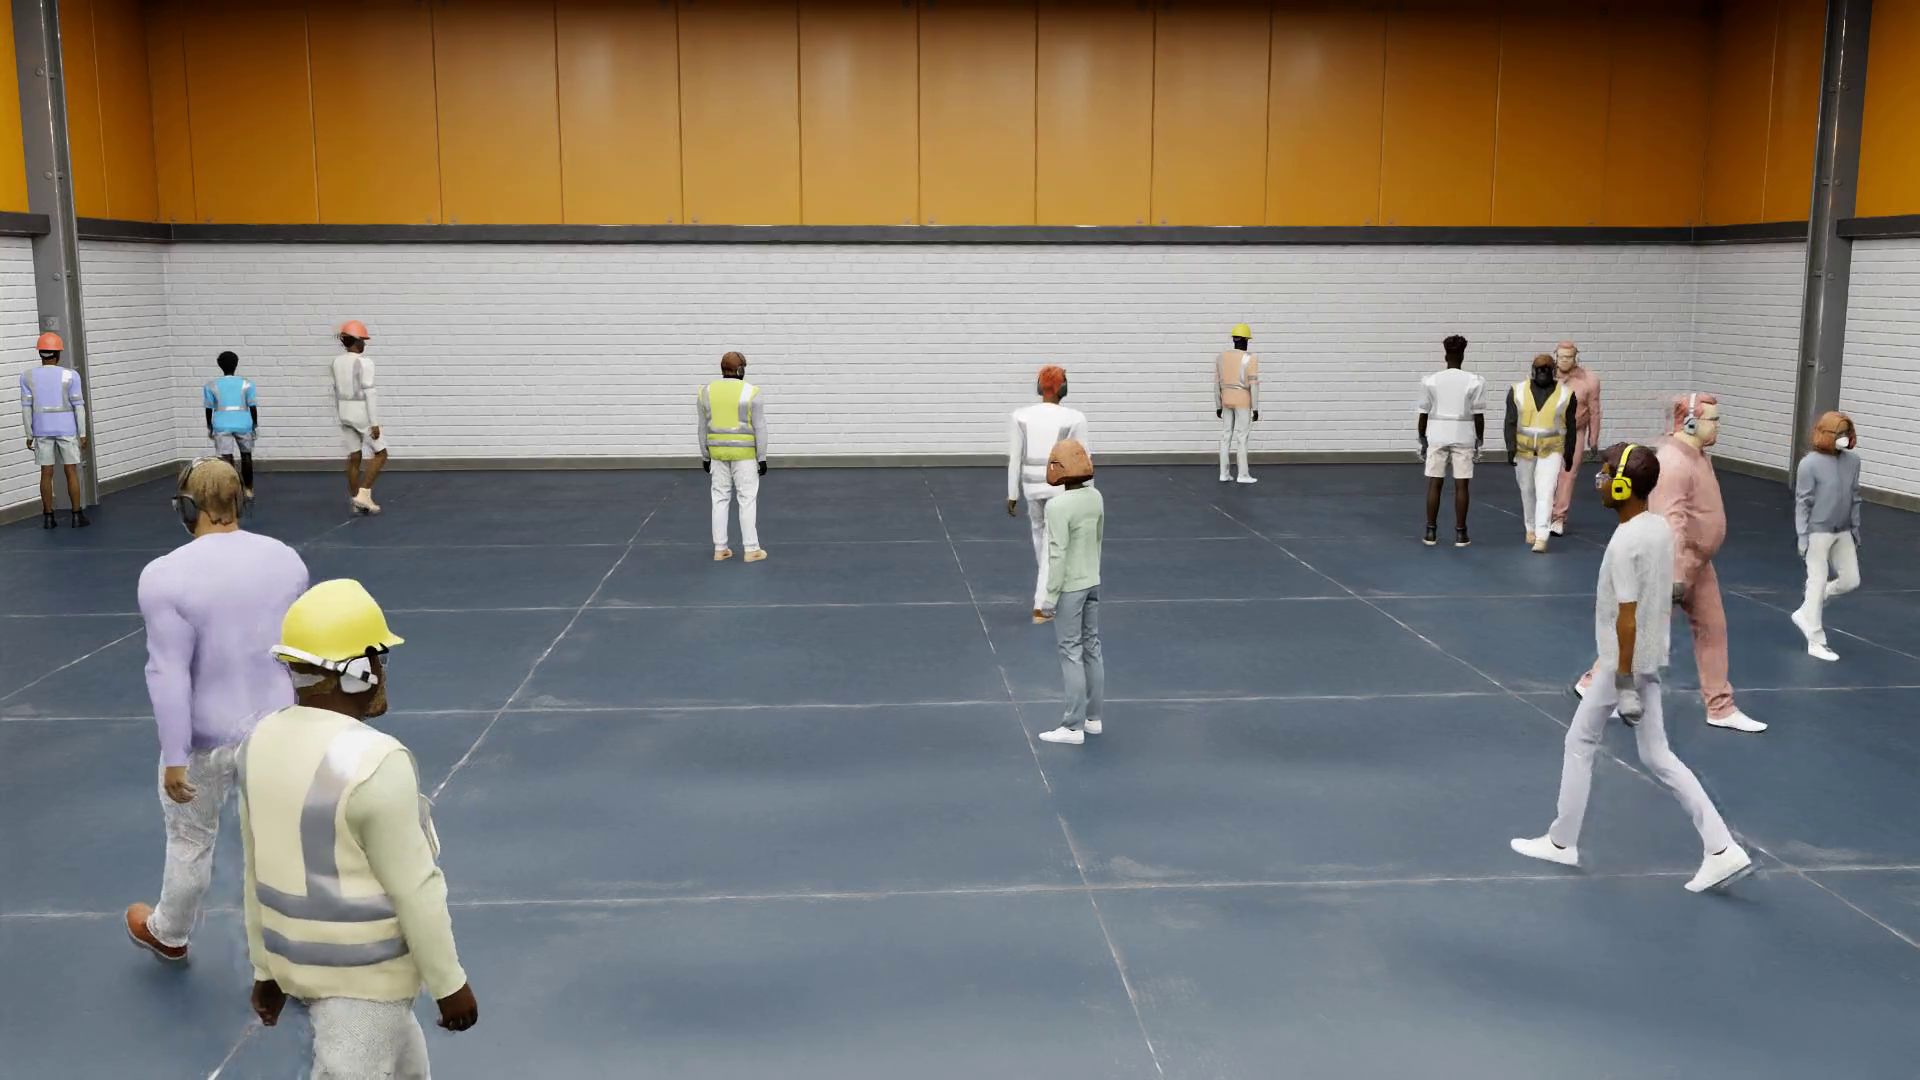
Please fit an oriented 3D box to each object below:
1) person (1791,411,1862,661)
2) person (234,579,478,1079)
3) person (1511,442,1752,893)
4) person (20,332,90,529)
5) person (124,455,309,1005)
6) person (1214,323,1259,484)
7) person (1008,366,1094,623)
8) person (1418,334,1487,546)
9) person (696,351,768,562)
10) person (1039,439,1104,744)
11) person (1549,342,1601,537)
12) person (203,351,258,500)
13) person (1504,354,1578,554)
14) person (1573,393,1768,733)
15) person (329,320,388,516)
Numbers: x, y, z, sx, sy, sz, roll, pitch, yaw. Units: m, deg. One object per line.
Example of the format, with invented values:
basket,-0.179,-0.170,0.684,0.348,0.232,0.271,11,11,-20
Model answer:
person,5.656,-0.038,10.881,0.527,1.620,0.413,-3,10,-19
person,-1.484,0.989,3.931,0.589,1.796,0.896,8,12,41
person,2.792,0.513,6.806,0.514,1.839,0.933,-8,12,-42
person,-8.931,-1.075,16.429,0.553,1.935,0.362,-3,9,-17
person,-2.568,0.643,5.802,1.031,1.880,0.656,6,11,33
person,3.347,-1.640,20.019,0.594,1.922,0.386,8,12,42
person,0.701,-0.356,12.239,0.608,1.833,0.972,4,10,25
person,4.534,-0.916,15.379,0.614,1.959,0.375,4,10,25
person,-1.970,-0.728,14.562,0.634,1.839,0.429,3,9,16
person,0.597,0.274,8.917,0.286,1.631,0.502,6,11,34
person,5.830,-0.985,16.131,0.658,1.853,1.018,6,11,31
person,-7.964,-1.222,18.193,0.547,1.671,0.703,-5,10,-26
person,5.300,-0.806,15.228,0.612,1.792,0.937,5,10,27
person,3.947,0.112,9.198,0.979,1.865,0.650,7,11,35
person,-6.230,-1.254,17.244,0.647,2.031,0.408,5,10,29
